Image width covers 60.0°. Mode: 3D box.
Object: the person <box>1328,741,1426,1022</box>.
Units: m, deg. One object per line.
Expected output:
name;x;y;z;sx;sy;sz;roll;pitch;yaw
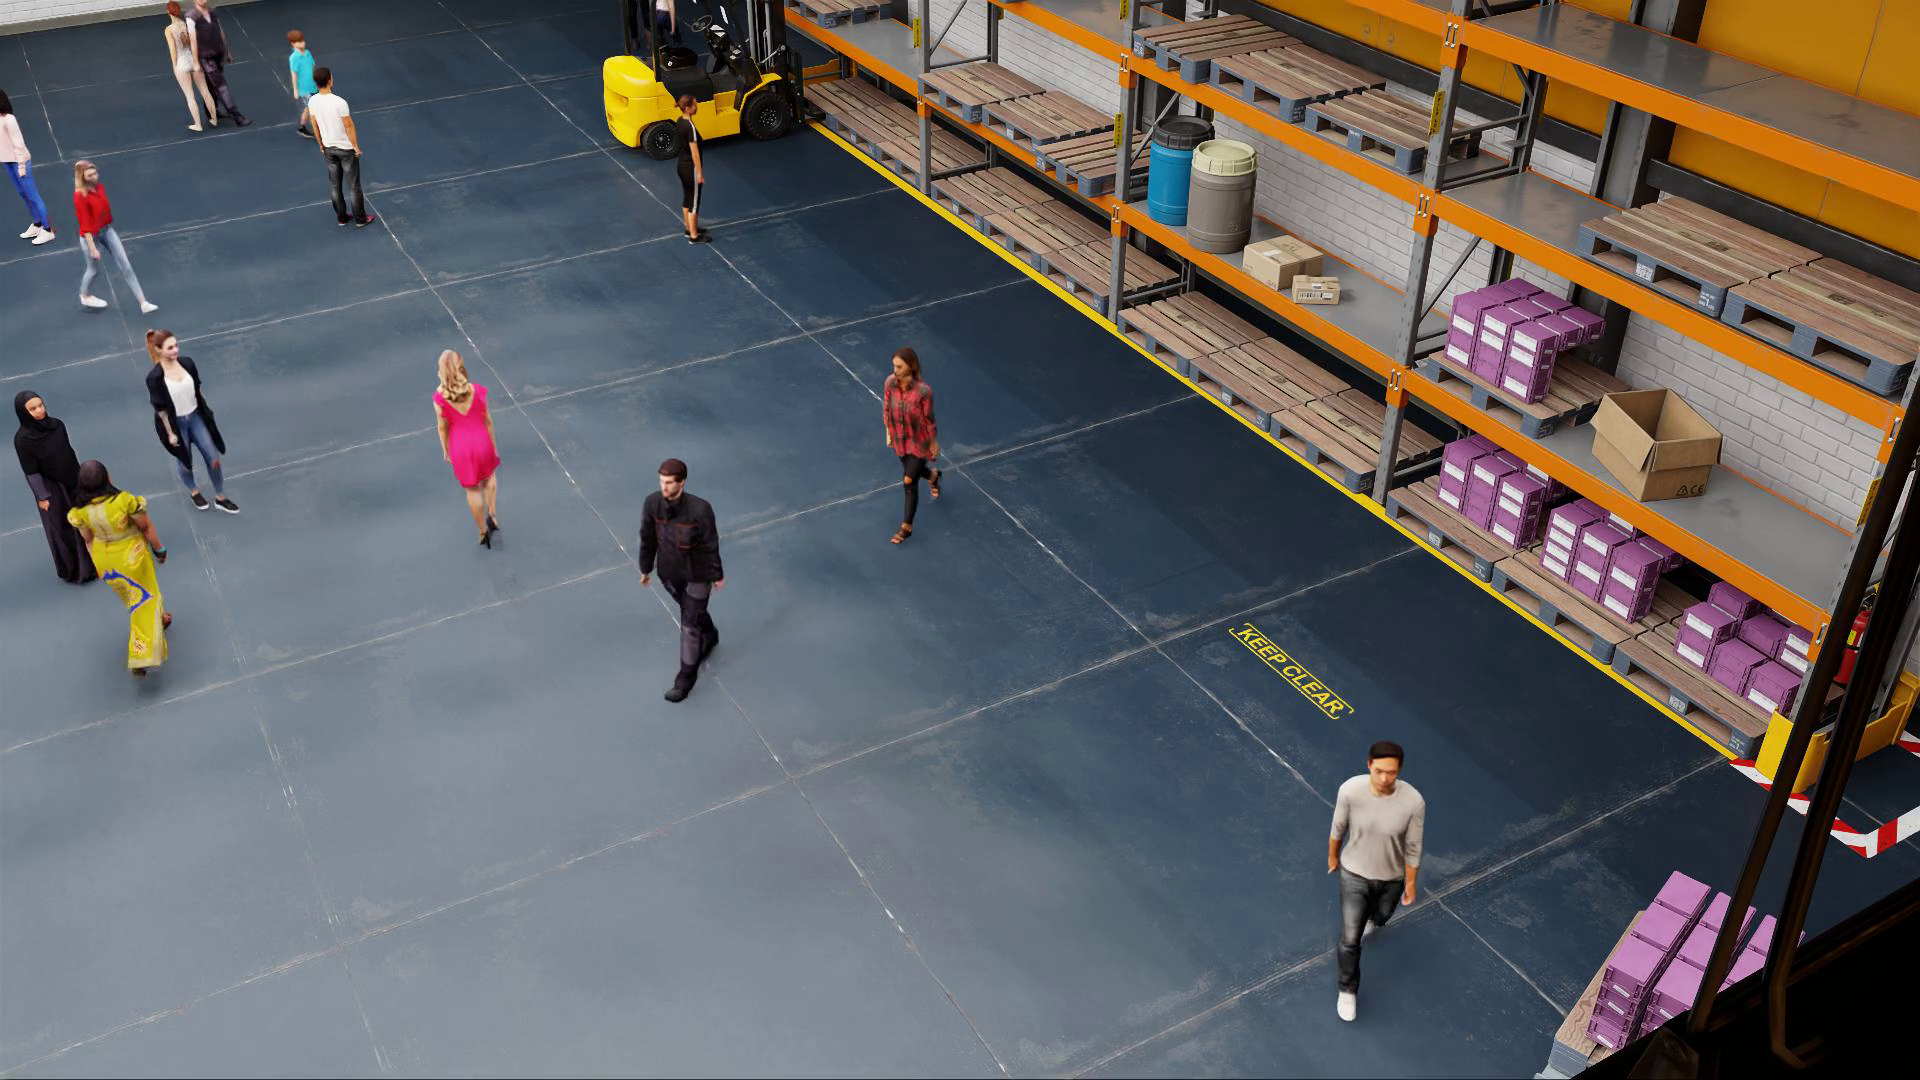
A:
person;2.339;1.794;9.376;1.105;1.783;1.183;7;34;11

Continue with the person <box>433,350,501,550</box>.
person;-3.855;-0.673;13.152;0.629;1.712;0.667;-11;35;-16

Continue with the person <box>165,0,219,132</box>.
person;-9.920;-6.099;21.377;0.585;1.643;0.614;24;40;31

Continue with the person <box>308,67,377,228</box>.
person;-6.995;-4.411;18.697;0.709;1.799;0.754;6;34;10

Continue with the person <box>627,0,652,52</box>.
person;-4.695;-8.063;24.157;0.778;1.836;0.787;2;34;3

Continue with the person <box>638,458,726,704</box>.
person;-1.895;0.190;11.783;1.202;1.790;1.187;14;36;20

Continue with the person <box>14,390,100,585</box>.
person;-6.984;-0.432;12.878;0.752;1.614;0.708;14;36;20

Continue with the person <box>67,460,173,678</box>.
person;-5.972;0.225;11.886;1.028;1.618;1.291;-2;34;-3

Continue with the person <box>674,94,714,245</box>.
person;-2.986;-4.103;18.352;0.647;1.668;0.469;-15;37;-22

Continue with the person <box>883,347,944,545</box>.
person;-0.337;-0.839;13.443;1.143;1.668;1.032;19;38;26

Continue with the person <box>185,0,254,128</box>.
person;-9.703;-6.197;21.385;1.253;1.798;1.164;8;34;12

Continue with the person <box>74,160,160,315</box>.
person;-8.730;-3.020;16.752;1.214;1.635;1.172;6;34;8

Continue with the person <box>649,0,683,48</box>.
person;-4.136;-7.078;22.811;0.761;1.686;0.829;13;36;18

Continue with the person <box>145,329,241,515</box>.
person;-6.433;-0.981;13.662;0.883;1.661;0.769;26;42;34

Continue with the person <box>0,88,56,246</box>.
person;-10.383;-4.147;18.328;0.590;1.769;0.759;27;42;35
